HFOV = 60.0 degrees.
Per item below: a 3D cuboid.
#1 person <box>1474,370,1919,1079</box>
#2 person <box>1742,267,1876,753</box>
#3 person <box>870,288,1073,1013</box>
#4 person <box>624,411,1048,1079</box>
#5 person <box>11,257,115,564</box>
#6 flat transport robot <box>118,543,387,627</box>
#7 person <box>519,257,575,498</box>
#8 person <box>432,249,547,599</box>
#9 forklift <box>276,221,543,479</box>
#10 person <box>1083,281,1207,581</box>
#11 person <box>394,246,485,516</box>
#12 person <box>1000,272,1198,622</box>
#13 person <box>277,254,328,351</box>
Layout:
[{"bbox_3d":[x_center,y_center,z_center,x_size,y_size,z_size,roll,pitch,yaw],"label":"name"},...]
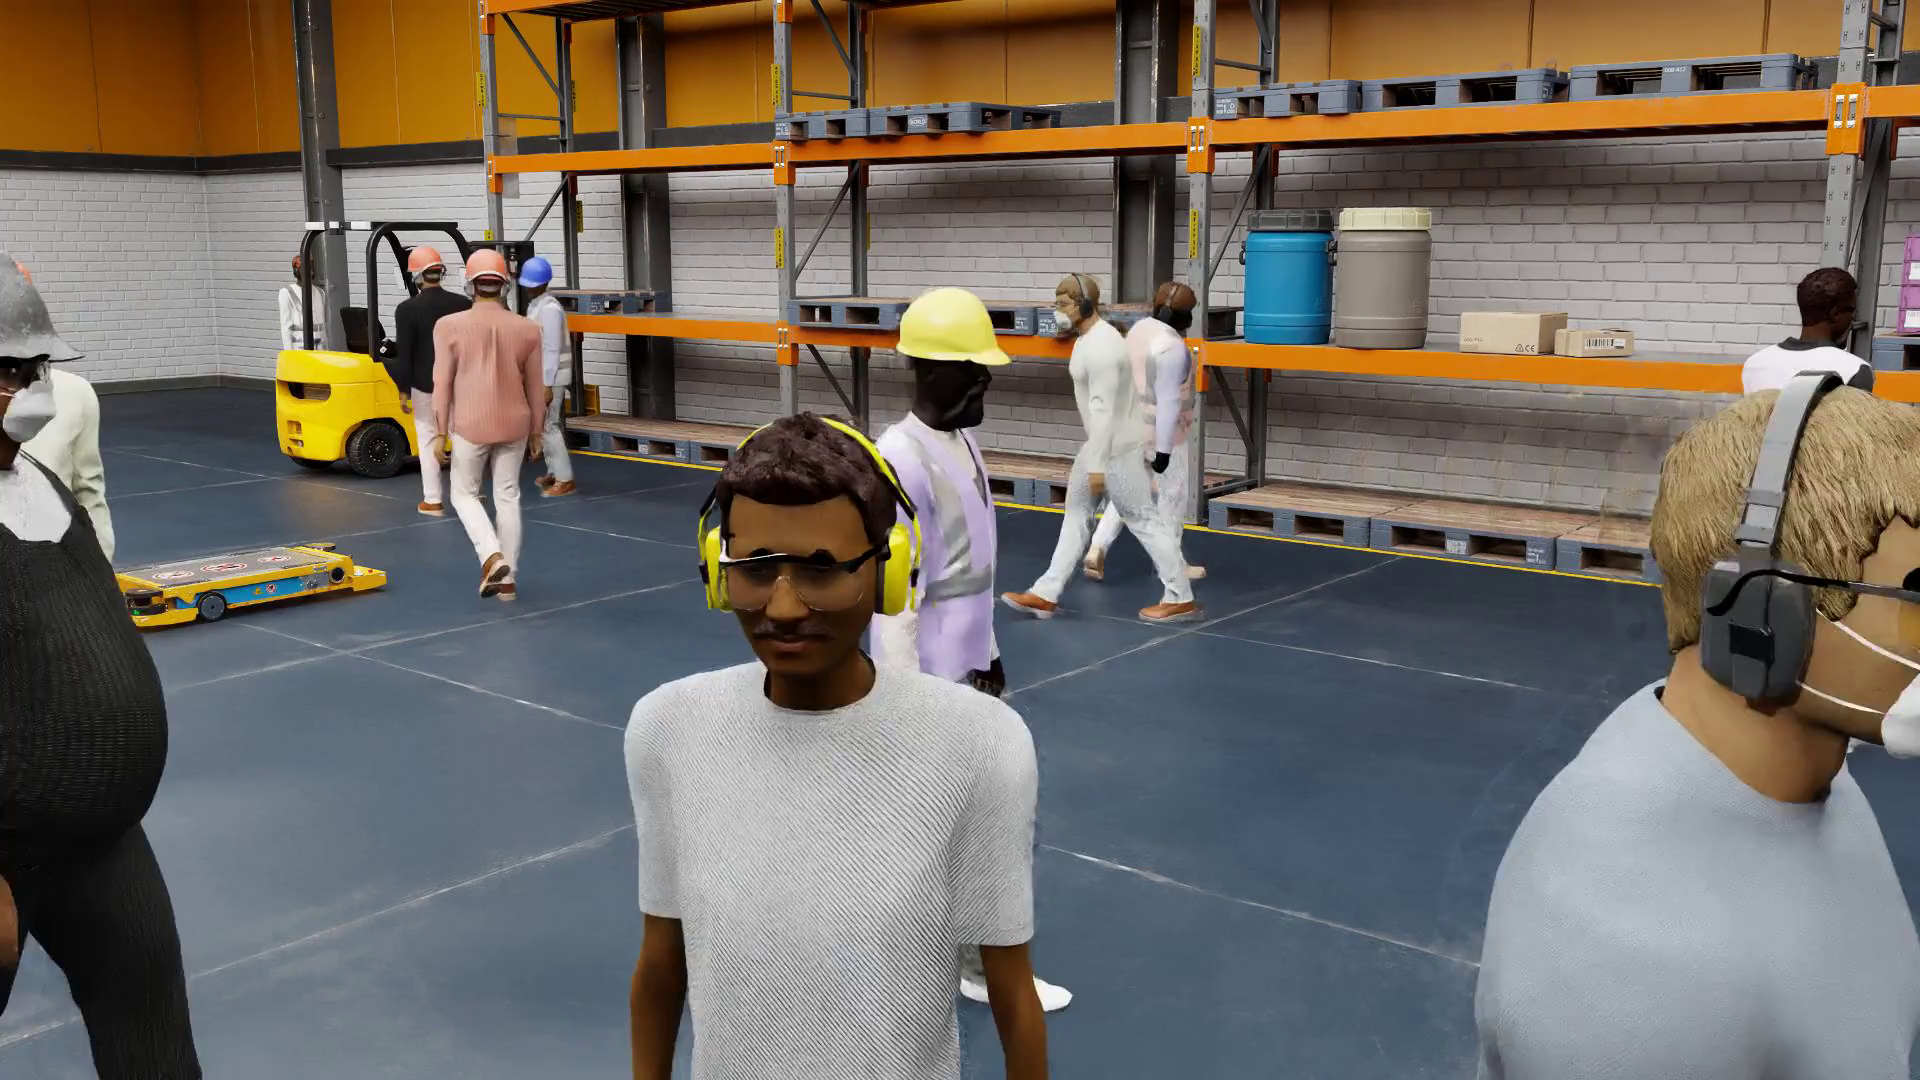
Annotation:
[{"bbox_3d":[0.622,0.818,1.418,0.434,1.923,0.649,7,12,34],"label":"person"},{"bbox_3d":[3.314,-0.110,6.583,0.377,1.916,0.596,-4,11,-20],"label":"person"},{"bbox_3d":[-0.109,0.293,4.376,0.792,1.905,0.591,2,10,10],"label":"person"},{"bbox_3d":[-0.149,0.753,2.003,0.549,1.847,0.770,2,10,13],"label":"person"},{"bbox_3d":[-2.844,0.139,5.001,0.391,1.989,0.610,9,14,41],"label":"person"},{"bbox_3d":[-4.015,0.231,9.258,0.652,0.197,1.431,8,13,38],"label":"flat transport robot"},{"bbox_3d":[-3.278,-1.281,13.147,0.407,1.894,0.789,-4,11,-19],"label":"person"},{"bbox_3d":[-2.591,-0.618,9.234,0.638,1.975,0.517,-6,12,-31],"label":"person"},{"bbox_3d":[-4.922,-1.741,14.854,1.214,2.155,2.313,8,13,38],"label":"forklift"},{"bbox_3d":[1.089,-0.612,9.737,0.808,1.796,0.668,-5,11,-24],"label":"person"},{"bbox_3d":[-3.786,-1.139,12.099,0.634,1.980,0.623,-9,14,-41],"label":"person"},{"bbox_3d":[0.773,-0.466,8.742,1.061,1.857,0.659,-1,10,-5],"label":"person"},{"bbox_3d":[-6.396,-1.845,16.289,0.337,1.882,0.584,4,11,20],"label":"person"}]
